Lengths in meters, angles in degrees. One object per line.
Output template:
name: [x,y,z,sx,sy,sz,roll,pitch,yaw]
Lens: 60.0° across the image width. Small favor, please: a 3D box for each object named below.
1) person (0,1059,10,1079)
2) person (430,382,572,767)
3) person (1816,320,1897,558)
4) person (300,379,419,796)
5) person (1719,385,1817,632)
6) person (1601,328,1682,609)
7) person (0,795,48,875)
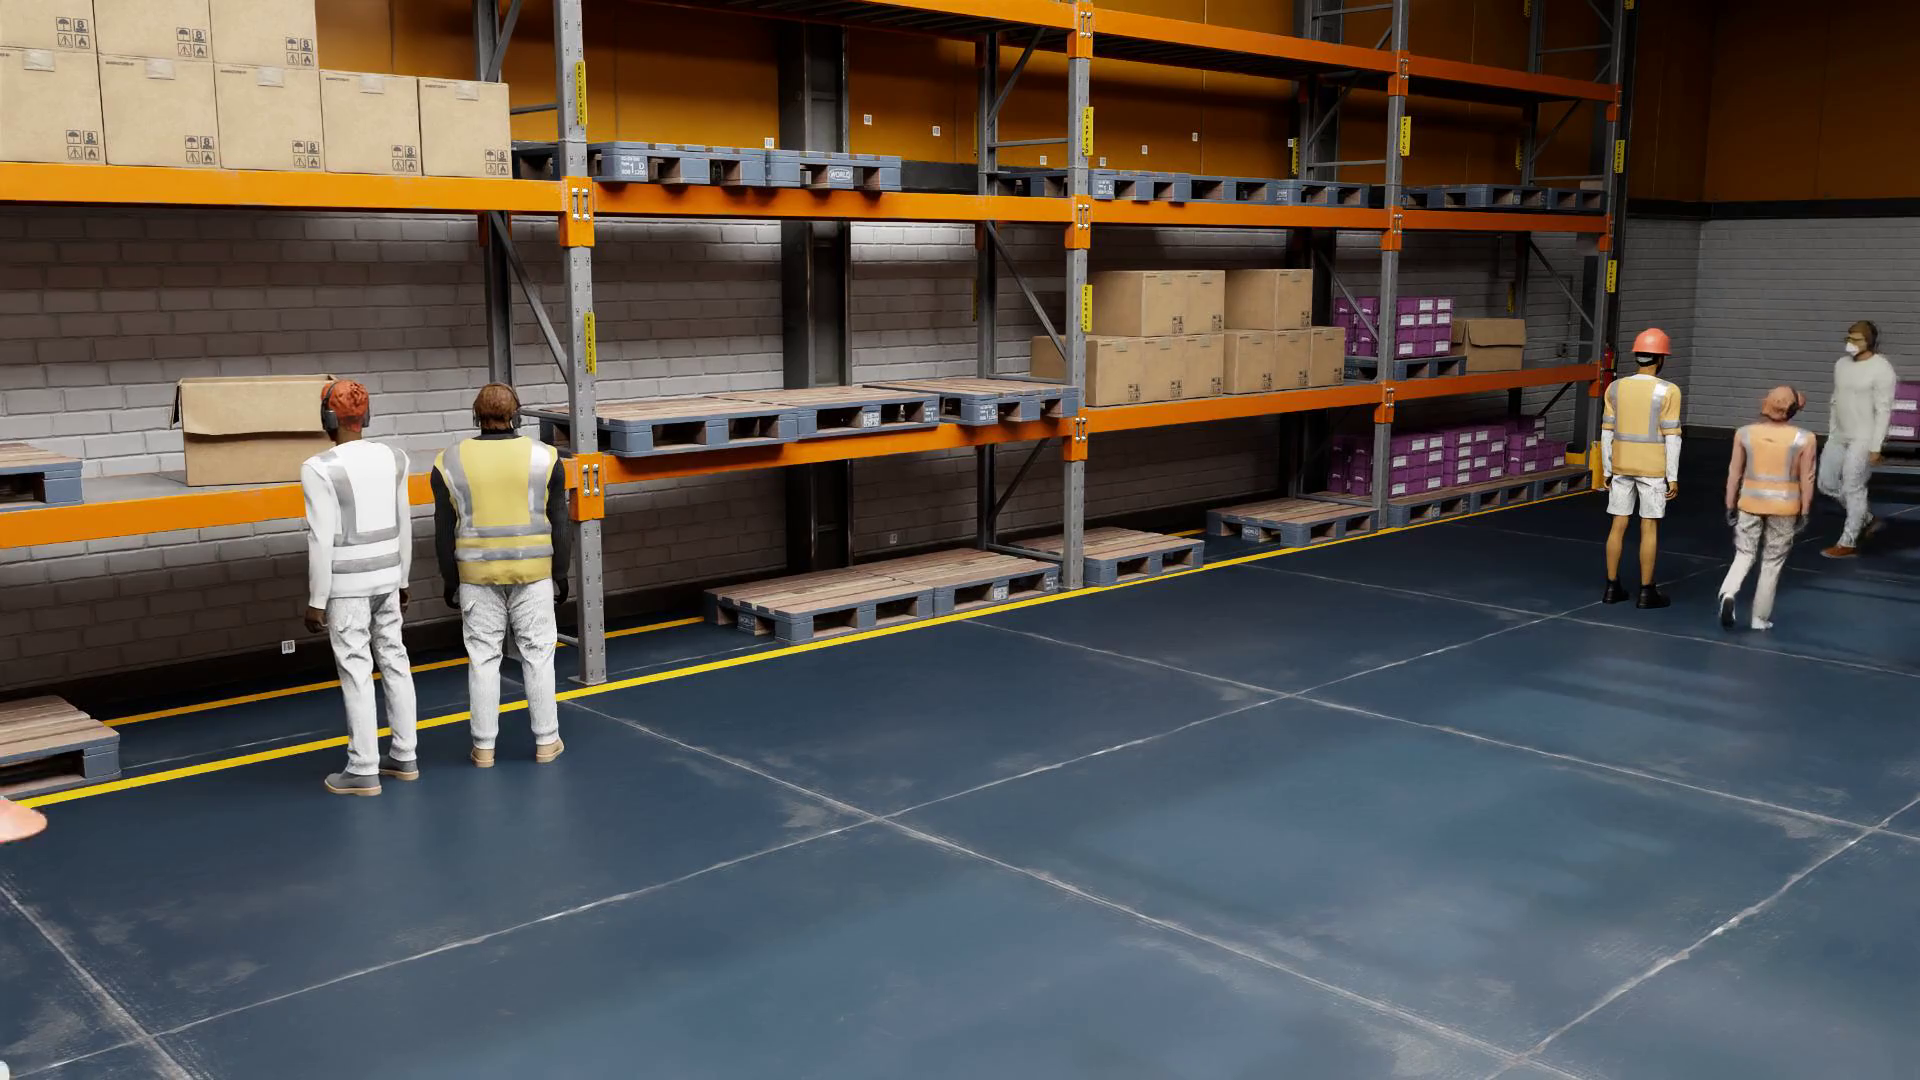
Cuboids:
person: [-2.726,0.822,4.173,0.530,1.833,0.976,5,11,26]
person: [-2.169,0.169,7.936,0.626,1.844,0.429,-2,10,-14]
person: [7.218,-0.800,13.358,0.493,1.924,0.657,-2,10,-9]
person: [-2.719,0.216,7.538,0.349,1.880,0.577,5,11,28]
person: [5.152,-0.182,10.639,0.523,1.621,0.496,8,13,40]
person: [4.733,-0.494,11.536,0.368,1.933,0.553,-8,13,-39]
person: [-1.121,1.132,1.930,0.882,1.958,0.631,-8,12,-38]
